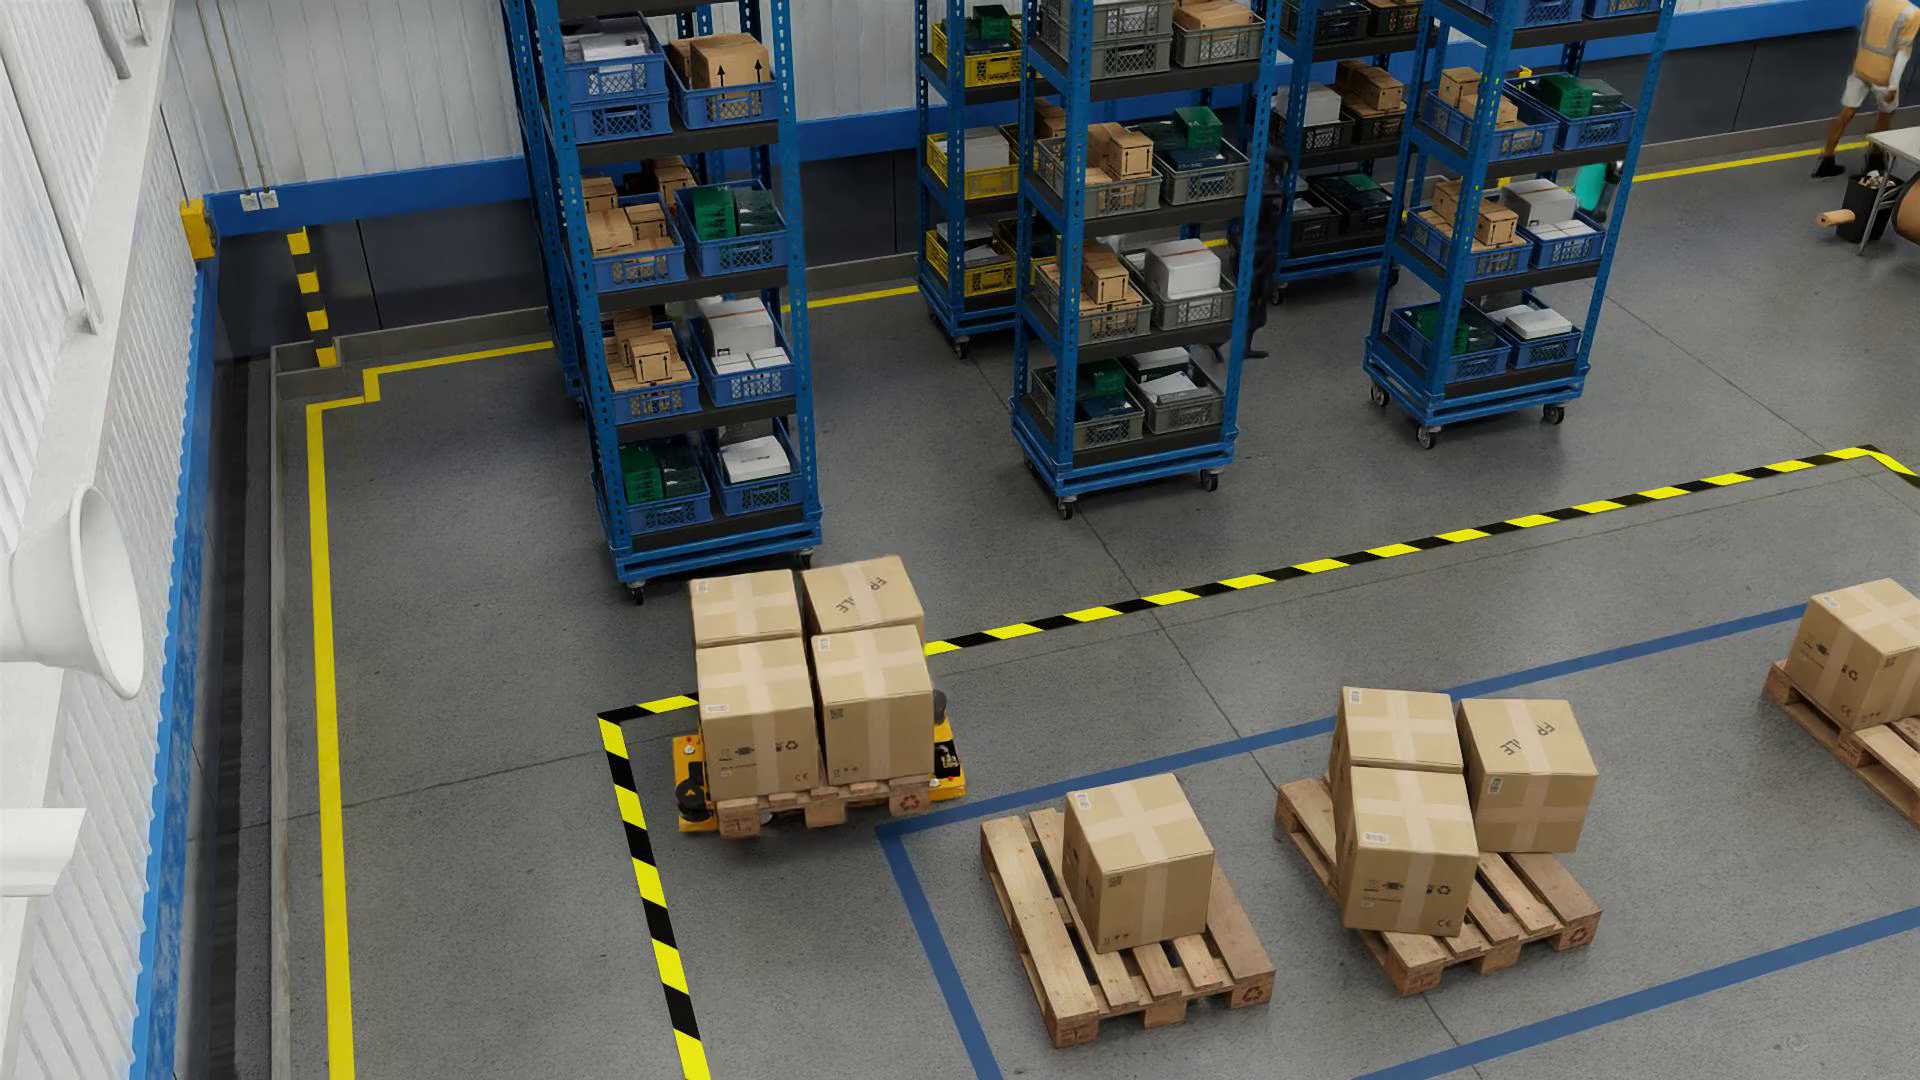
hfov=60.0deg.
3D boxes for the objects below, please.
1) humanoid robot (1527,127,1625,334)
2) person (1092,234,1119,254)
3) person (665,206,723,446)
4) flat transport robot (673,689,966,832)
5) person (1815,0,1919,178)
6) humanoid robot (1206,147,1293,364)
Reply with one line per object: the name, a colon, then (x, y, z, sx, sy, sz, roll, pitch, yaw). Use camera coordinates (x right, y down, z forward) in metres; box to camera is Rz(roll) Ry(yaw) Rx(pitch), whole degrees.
humanoid robot: (4.187, -2.106, 11.756, 0.971, 1.732, 0.548, 0, 35, -1)
person: (0.873, -1.609, 11.082, 0.368, 1.717, 0.483, 5, 36, 8)
person: (-1.776, -1.231, 10.460, 0.902, 1.803, 0.592, 3, 35, 4)
flat transport robot: (-0.730, 1.104, 8.466, 1.431, 0.197, 0.652, -6, 36, -9)
person: (8.028, -4.073, 14.409, 0.864, 1.901, 0.592, -15, 38, -20)
humanoid robot: (2.010, -1.978, 11.648, 0.471, 1.643, 0.612, -4, 35, -6)
